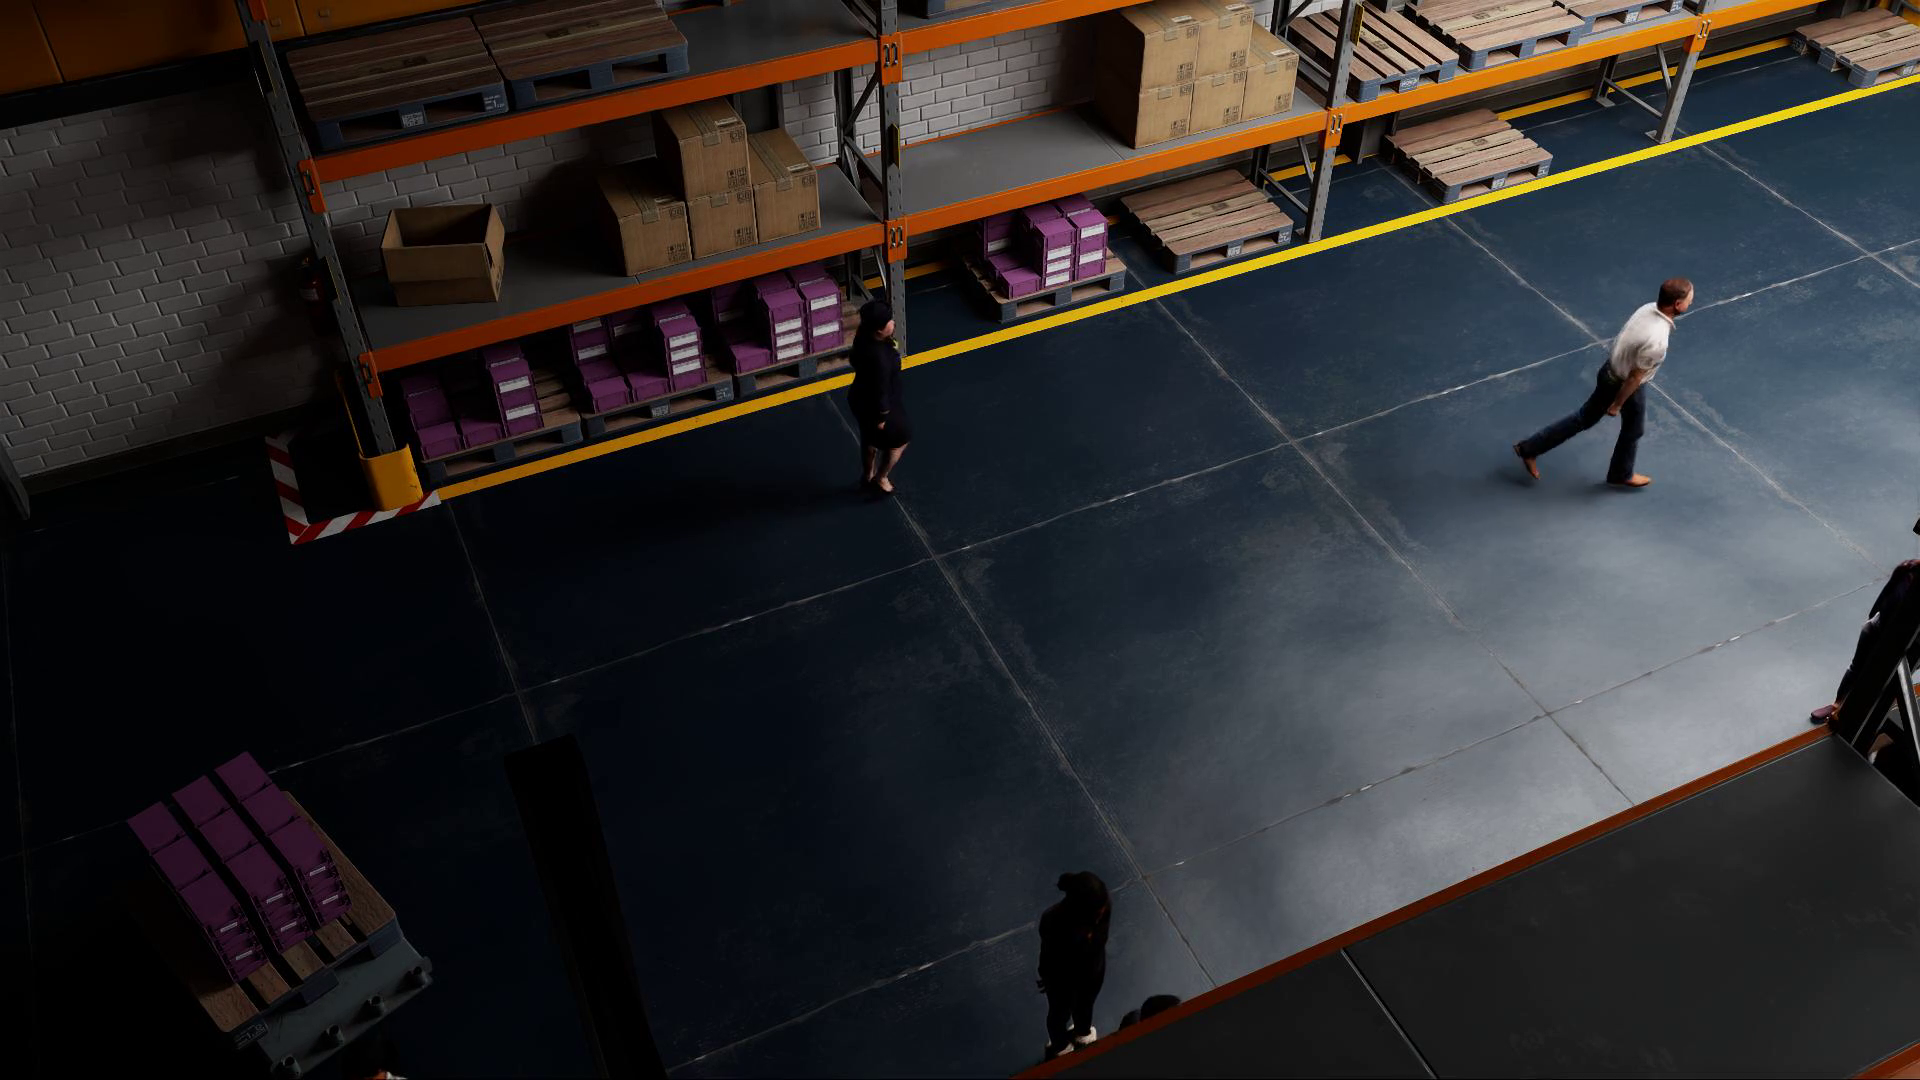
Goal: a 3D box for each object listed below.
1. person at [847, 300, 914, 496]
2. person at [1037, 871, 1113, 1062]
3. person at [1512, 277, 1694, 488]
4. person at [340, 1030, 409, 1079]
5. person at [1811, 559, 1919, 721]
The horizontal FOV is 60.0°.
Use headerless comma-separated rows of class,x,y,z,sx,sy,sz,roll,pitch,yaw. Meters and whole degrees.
person,-0.665,-0.961,11.748,0.679,1.661,0.715,-14,45,-14
person,0.575,2.177,8.454,0.589,1.660,0.662,0,44,0
person,4.560,-1.075,11.779,1.356,1.784,1.132,5,44,6
person,-2.592,2.772,7.851,0.806,1.630,0.890,20,47,19
person,5.702,0.609,10.137,0.589,1.608,0.632,-26,49,-25
